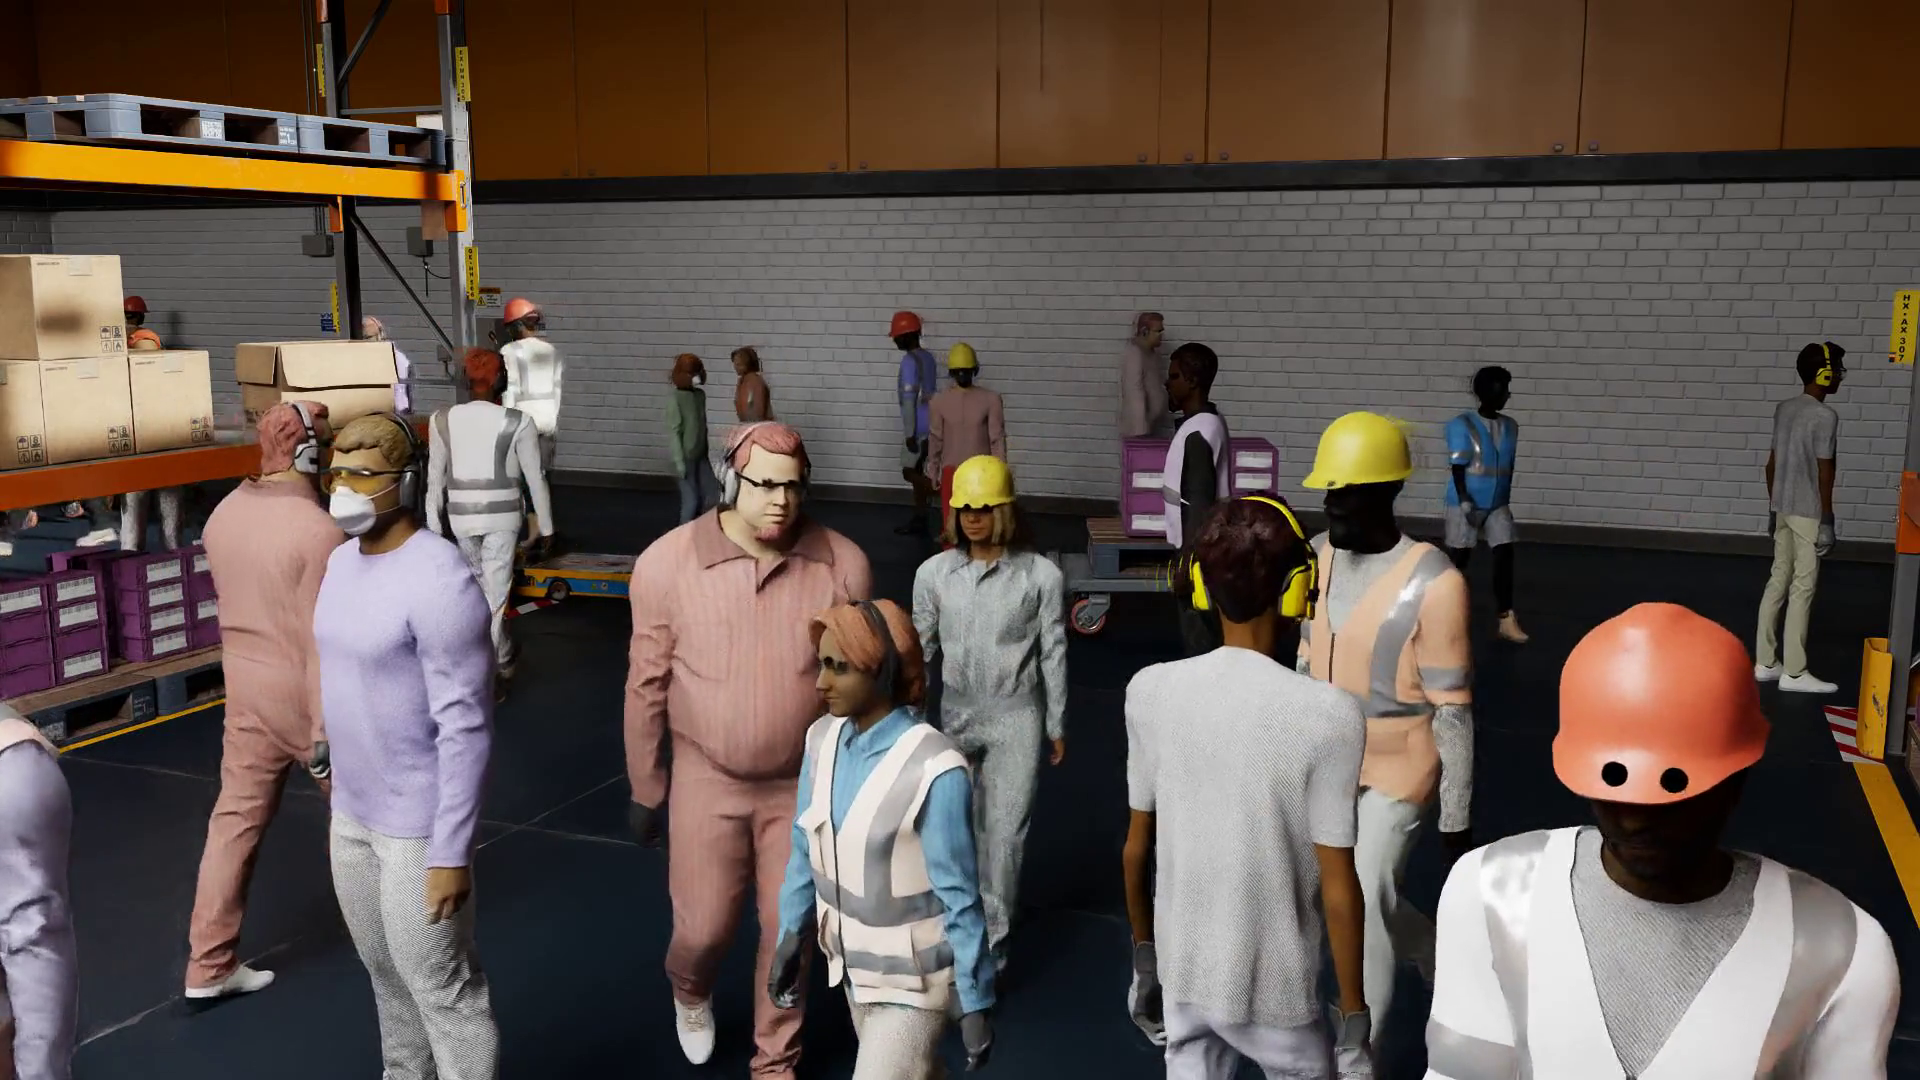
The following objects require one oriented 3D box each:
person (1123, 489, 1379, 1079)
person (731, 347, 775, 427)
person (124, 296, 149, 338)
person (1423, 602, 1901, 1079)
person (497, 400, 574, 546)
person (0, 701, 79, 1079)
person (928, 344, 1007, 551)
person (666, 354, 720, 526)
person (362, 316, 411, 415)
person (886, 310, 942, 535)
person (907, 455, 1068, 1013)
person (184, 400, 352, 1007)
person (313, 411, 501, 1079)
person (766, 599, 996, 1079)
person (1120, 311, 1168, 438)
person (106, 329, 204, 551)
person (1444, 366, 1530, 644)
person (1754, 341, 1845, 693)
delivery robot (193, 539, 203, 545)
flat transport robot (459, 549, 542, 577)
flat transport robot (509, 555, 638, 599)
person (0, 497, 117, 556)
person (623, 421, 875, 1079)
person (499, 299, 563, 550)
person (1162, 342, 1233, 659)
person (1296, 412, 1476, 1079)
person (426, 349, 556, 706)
[{"bbox_3d":[0.528,0.843,3.070,0.578,1.858,0.484,8,12,39],"label":"person"},{"bbox_3d":[-1.773,-0.860,14.230,0.872,1.569,0.512,-7,12,-37],"label":"person"},{"bbox_3d":[-9.101,-1.728,18.423,0.549,1.936,0.377,3,10,19],"label":"person"},{"bbox_3d":[0.868,0.993,2.144,0.536,1.874,1.051,6,11,32],"label":"person"},{"bbox_3d":[-3.539,-0.795,13.470,0.949,1.704,0.532,4,10,21],"label":"person"},{"bbox_3d":[-1.845,0.886,2.944,0.632,1.824,0.771,2,10,11],"label":"person"},{"bbox_3d":[0.048,-0.463,11.368,0.542,1.728,0.845,0,9,2],"label":"person"},{"bbox_3d":[-2.007,-0.597,12.554,0.338,1.612,0.540,4,10,21],"label":"person"},{"bbox_3d":[-4.784,-0.891,13.605,0.718,1.852,0.882,7,12,37],"label":"person"},{"bbox_3d":[-0.268,-0.949,13.802,0.658,1.908,0.582,4,10,22],"label":"person"},{"bbox_3d":[0.080,0.568,5.259,0.501,1.689,0.916,3,10,19],"label":"person"},{"bbox_3d":[-2.068,0.486,5.261,0.660,1.855,0.999,6,11,32],"label":"person"},{"bbox_3d":[-1.321,0.665,3.921,0.635,1.940,0.367,9,13,44],"label":"person"},{"bbox_3d":[-0.228,0.918,3.404,0.828,1.596,0.552,-7,11,-35],"label":"person"},{"bbox_3d":[1.586,-0.977,14.028,0.500,1.884,0.663,3,10,18],"label":"person"},{"bbox_3d":[-5.000,-0.360,10.303,0.573,1.883,0.359,-7,12,-38],"label":"person"},{"bbox_3d":[3.173,-0.232,10.149,0.543,1.673,0.664,-4,10,-21],"label":"person"},{"bbox_3d":[4.520,-0.122,8.915,0.323,1.866,0.518,-1,9,-6],"label":"person"},{"bbox_3d":[-4.829,0.081,11.347,0.707,0.478,0.477,-8,12,-38],"label":"delivery robot"},{"bbox_3d":[-3.739,0.198,11.794,1.431,0.197,0.652,1,9,3],"label":"flat transport robot"},{"bbox_3d":[-2.312,0.260,11.416,1.431,0.197,0.652,3,10,17],"label":"flat transport robot"},{"bbox_3d":[-7.309,-0.864,13.198,1.085,1.925,0.601,-7,12,-38],"label":"person"},{"bbox_3d":[-0.554,0.613,4.411,0.663,1.886,0.550,-3,10,-16],"label":"person"},{"bbox_3d":[-3.405,-0.891,13.143,0.524,2.007,0.649,7,11,34],"label":"person"},{"bbox_3d":[1.097,0.051,7.697,0.390,1.920,0.588,2,10,11],"label":"person"},{"bbox_3d":[1.187,0.593,4.463,0.737,1.905,0.597,-4,10,-22],"label":"person"},{"bbox_3d":[-2.439,-0.084,8.769,0.614,1.832,0.984,1,9,8],"label":"person"}]
